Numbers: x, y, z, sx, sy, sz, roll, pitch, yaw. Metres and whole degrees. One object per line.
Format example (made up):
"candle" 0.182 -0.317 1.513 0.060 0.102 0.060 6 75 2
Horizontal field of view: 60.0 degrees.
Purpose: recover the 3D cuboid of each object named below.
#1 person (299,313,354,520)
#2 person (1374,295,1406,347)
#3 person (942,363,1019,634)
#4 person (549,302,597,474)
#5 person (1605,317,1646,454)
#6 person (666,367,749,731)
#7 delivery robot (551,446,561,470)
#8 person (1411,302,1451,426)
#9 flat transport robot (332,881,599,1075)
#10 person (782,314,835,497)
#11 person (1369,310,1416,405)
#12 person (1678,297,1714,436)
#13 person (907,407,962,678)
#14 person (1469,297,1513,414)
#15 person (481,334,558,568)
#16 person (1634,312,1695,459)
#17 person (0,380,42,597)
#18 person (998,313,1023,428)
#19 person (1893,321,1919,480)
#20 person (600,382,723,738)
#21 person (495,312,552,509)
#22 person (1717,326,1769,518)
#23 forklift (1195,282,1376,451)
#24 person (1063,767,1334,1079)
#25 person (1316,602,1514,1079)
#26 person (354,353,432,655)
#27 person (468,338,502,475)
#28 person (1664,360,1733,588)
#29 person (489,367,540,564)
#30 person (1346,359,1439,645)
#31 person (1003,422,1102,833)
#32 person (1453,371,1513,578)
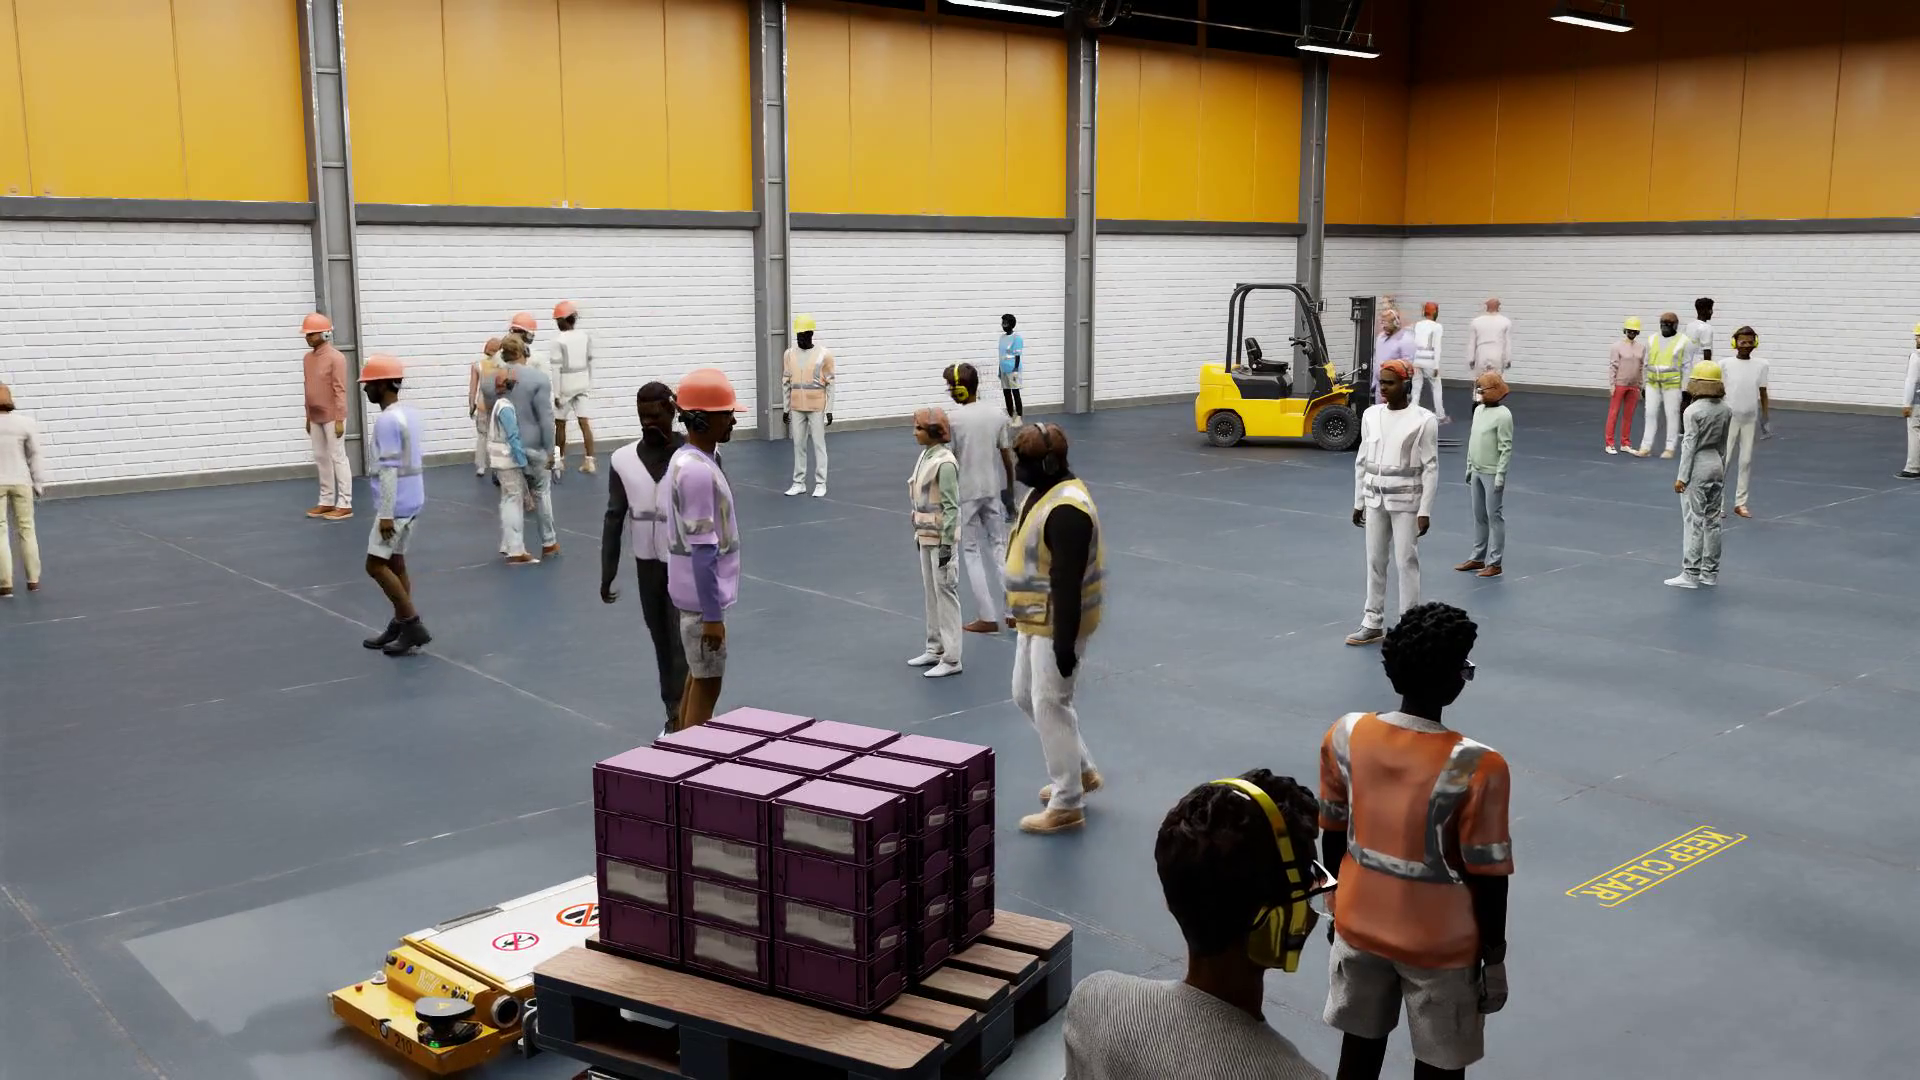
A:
"person" -6.147 -1.192 16.082 0.615 1.987 0.407 7 12 35
"person" 7.441 -3.342 29.066 1.015 1.856 0.639 -5 11 -25
"person" 0.119 -0.270 11.150 0.582 1.834 0.358 -5 11 -27
"person" -4.559 -1.771 19.460 0.854 2.010 0.644 9 13 43
"person" 8.553 -1.975 21.320 0.524 1.764 0.329 -3 10 -15
"person" -1.122 0.248 7.479 0.373 2.042 0.614 -2 10 -13
"delivery robot" -4.733 -0.905 18.311 0.477 0.478 0.707 5 11 27
"person" 7.014 -2.605 24.754 0.895 1.848 0.577 -8 12 -37
"flat transport robot" -1.356 1.421 5.793 0.652 0.197 1.431 8 13 41
"person" -1.609 -1.407 17.508 0.593 1.925 0.384 4 10 22
"person" 5.341 -1.890 20.494 0.543 1.881 0.850 -3 10 -19
"person" 10.302 -2.402 23.219 0.370 1.967 0.602 -1 10 -6
"person" -0.145 0.009 10.066 0.311 1.636 0.521 -3 10 -18
"person" 8.361 -2.869 26.193 0.646 1.890 0.454 6 11 30
"person" -3.619 -0.754 13.792 0.658 1.887 0.896 1 10 8
"person" 8.840 -1.933 20.862 0.429 1.841 0.639 -9 13 -41
"person" -7.142 -0.392 12.445 0.506 1.631 0.320 -8 13 -40
"person" 0.736 -2.504 24.619 0.320 1.691 0.534 -6 11 -31
"person" 10.915 -1.585 18.855 0.589 1.827 0.403 -4 10 -21
"person" -1.544 0.155 8.447 0.623 1.891 0.790 2 10 12
"person" -4.305 -1.256 16.452 0.648 1.989 0.414 3 10 17
"person" 7.574 -1.142 16.143 0.517 1.870 0.369 1 10 5
"forklift" 4.328 -2.346 22.227 2.313 2.155 1.214 3 10 16
"person" 0.350 1.221 2.292 0.312 1.869 0.538 -8 13 -41
"person" 1.130 0.990 4.149 0.316 1.695 0.542 -8 13 -41
"person" -3.638 -0.224 10.581 0.430 1.926 0.595 -1 10 -6
"person" -5.339 -1.503 19.042 0.535 1.602 0.766 -2 10 -10
"person" 5.669 -0.502 12.752 0.490 1.744 0.295 -6 11 -30
"person" -3.676 -0.601 13.676 0.374 1.633 0.546 -2 10 -13
"person" 2.775 -0.220 10.685 0.344 1.882 0.585 -8 13 -39
"person" 0.407 0.377 7.400 0.428 1.817 0.662 -1 10 -7
"person" 4.171 -0.522 13.183 0.279 1.633 0.499 -2 10 -14
